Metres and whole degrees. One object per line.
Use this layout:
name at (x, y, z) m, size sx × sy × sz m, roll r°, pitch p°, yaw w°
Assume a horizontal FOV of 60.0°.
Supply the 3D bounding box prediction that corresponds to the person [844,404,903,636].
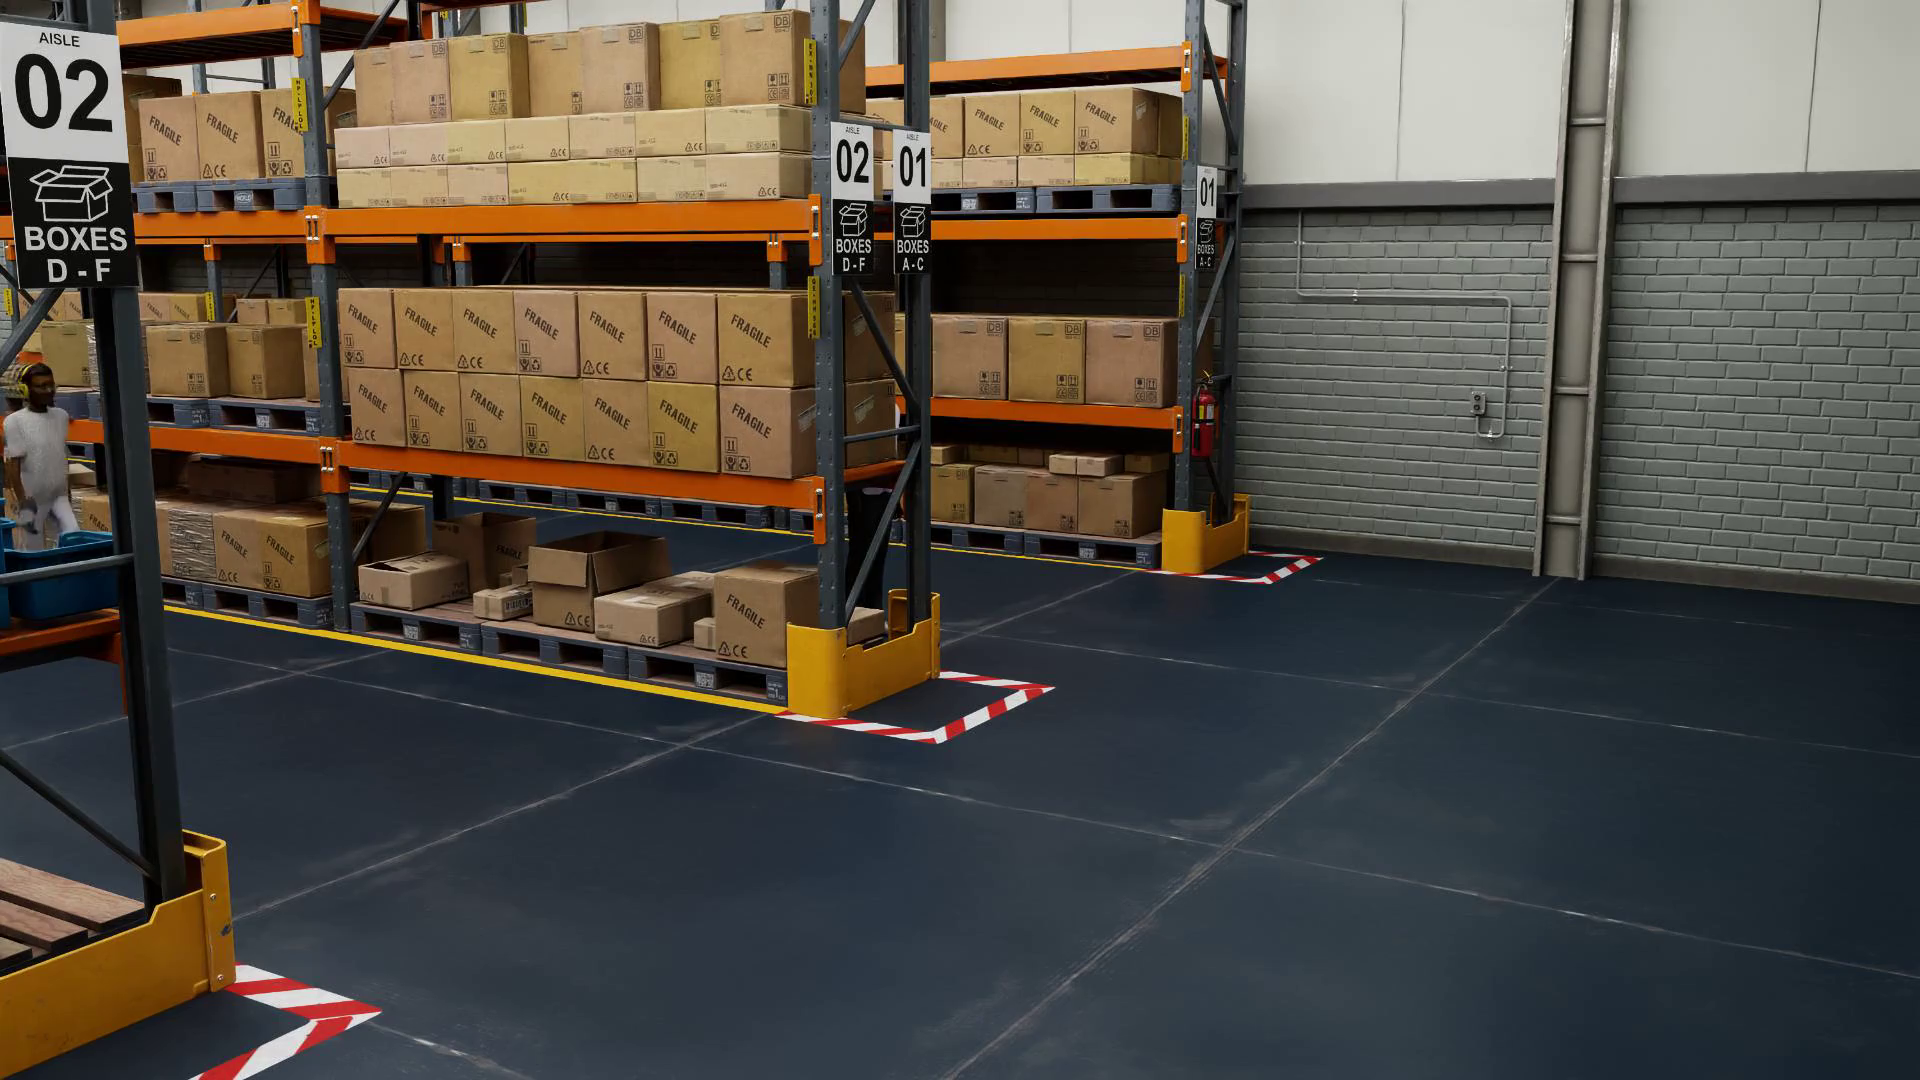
person at (-0.582, -0.278, 10.924) m, size 0.398 × 1.920 × 0.590 m, roll 5°, pitch 11°, yaw 28°

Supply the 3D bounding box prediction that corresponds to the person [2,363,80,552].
person at (-5.969, -0.245, 10.979) m, size 0.937 × 1.824 × 0.539 m, roll 4°, pitch 11°, yaw 24°
